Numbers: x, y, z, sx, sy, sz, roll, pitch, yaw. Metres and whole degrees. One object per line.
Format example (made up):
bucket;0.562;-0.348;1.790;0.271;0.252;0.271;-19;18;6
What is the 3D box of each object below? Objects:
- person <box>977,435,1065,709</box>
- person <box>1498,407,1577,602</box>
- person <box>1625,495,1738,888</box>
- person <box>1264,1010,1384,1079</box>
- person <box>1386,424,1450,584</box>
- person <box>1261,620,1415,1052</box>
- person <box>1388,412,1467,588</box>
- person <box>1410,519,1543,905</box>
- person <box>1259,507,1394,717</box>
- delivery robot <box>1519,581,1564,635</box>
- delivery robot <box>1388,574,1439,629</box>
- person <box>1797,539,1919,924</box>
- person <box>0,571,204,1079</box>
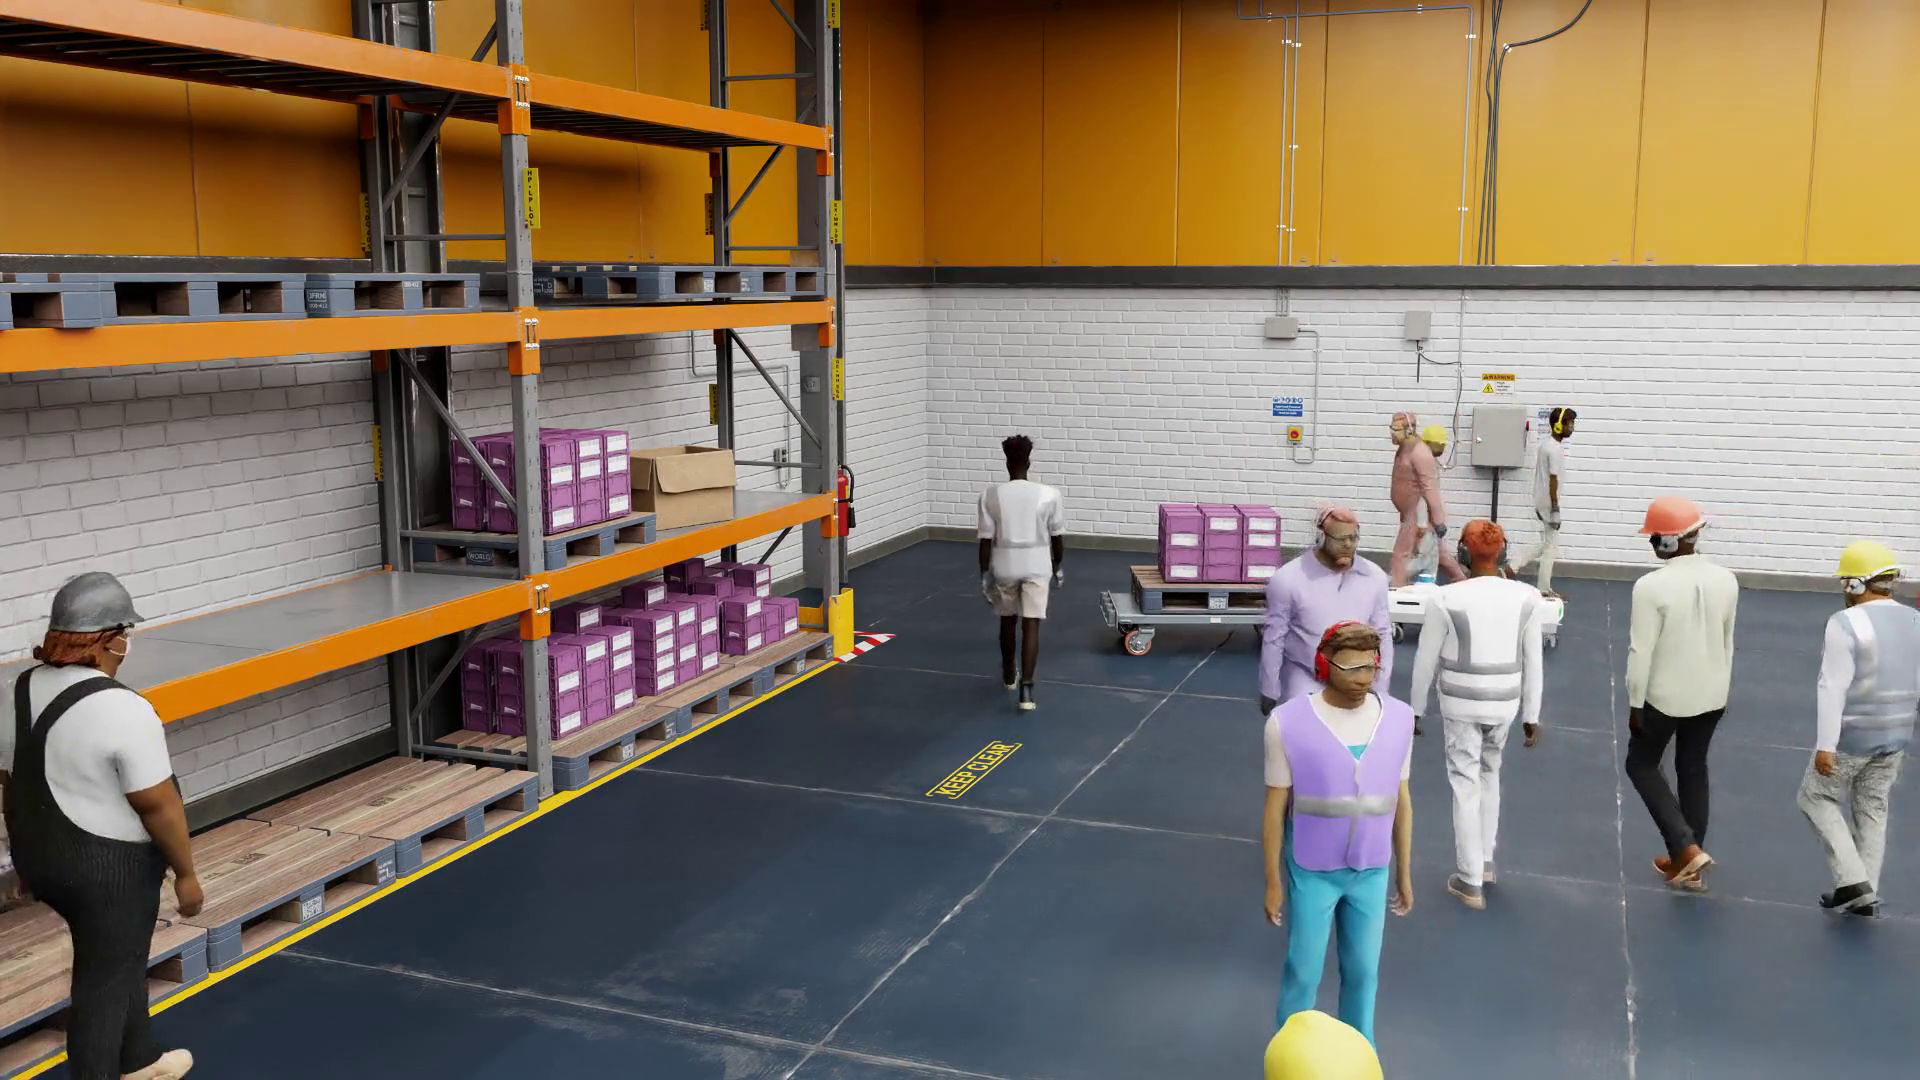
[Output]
person;0.433;0.210;11.828;0.608;1.917;1.022;1;9;7
person;5.363;-0.321;15.375;0.548;1.839;0.531;2;9;14
person;3.542;0.763;8.152;0.642;1.969;0.503;-2;9;-13
person;0.650;1.695;2.964;0.523;1.760;0.329;-4;10;-23
person;4.058;-0.180;14.849;0.613;1.719;0.504;3;10;18
person;1.341;1.183;5.939;0.569;1.835;0.421;-2;9;-13
person;4.162;-0.237;14.875;1.038;1.845;0.678;1;9;4
person;2.486;0.811;8.149;0.587;1.869;0.625;-1;9;-6
person;1.905;0.768;8.424;0.641;1.865;0.902;-3;9;-15
delivery robot;4.503;0.576;13.457;0.707;0.478;0.477;2;9;15
delivery robot;3.838;0.528;13.756;0.707;0.478;0.477;3;9;17
person;4.212;0.902;7.779;0.619;1.807;0.442;-3;9;-18
person;-2.932;1.087;5.891;0.713;2.000;0.772;5;10;27
